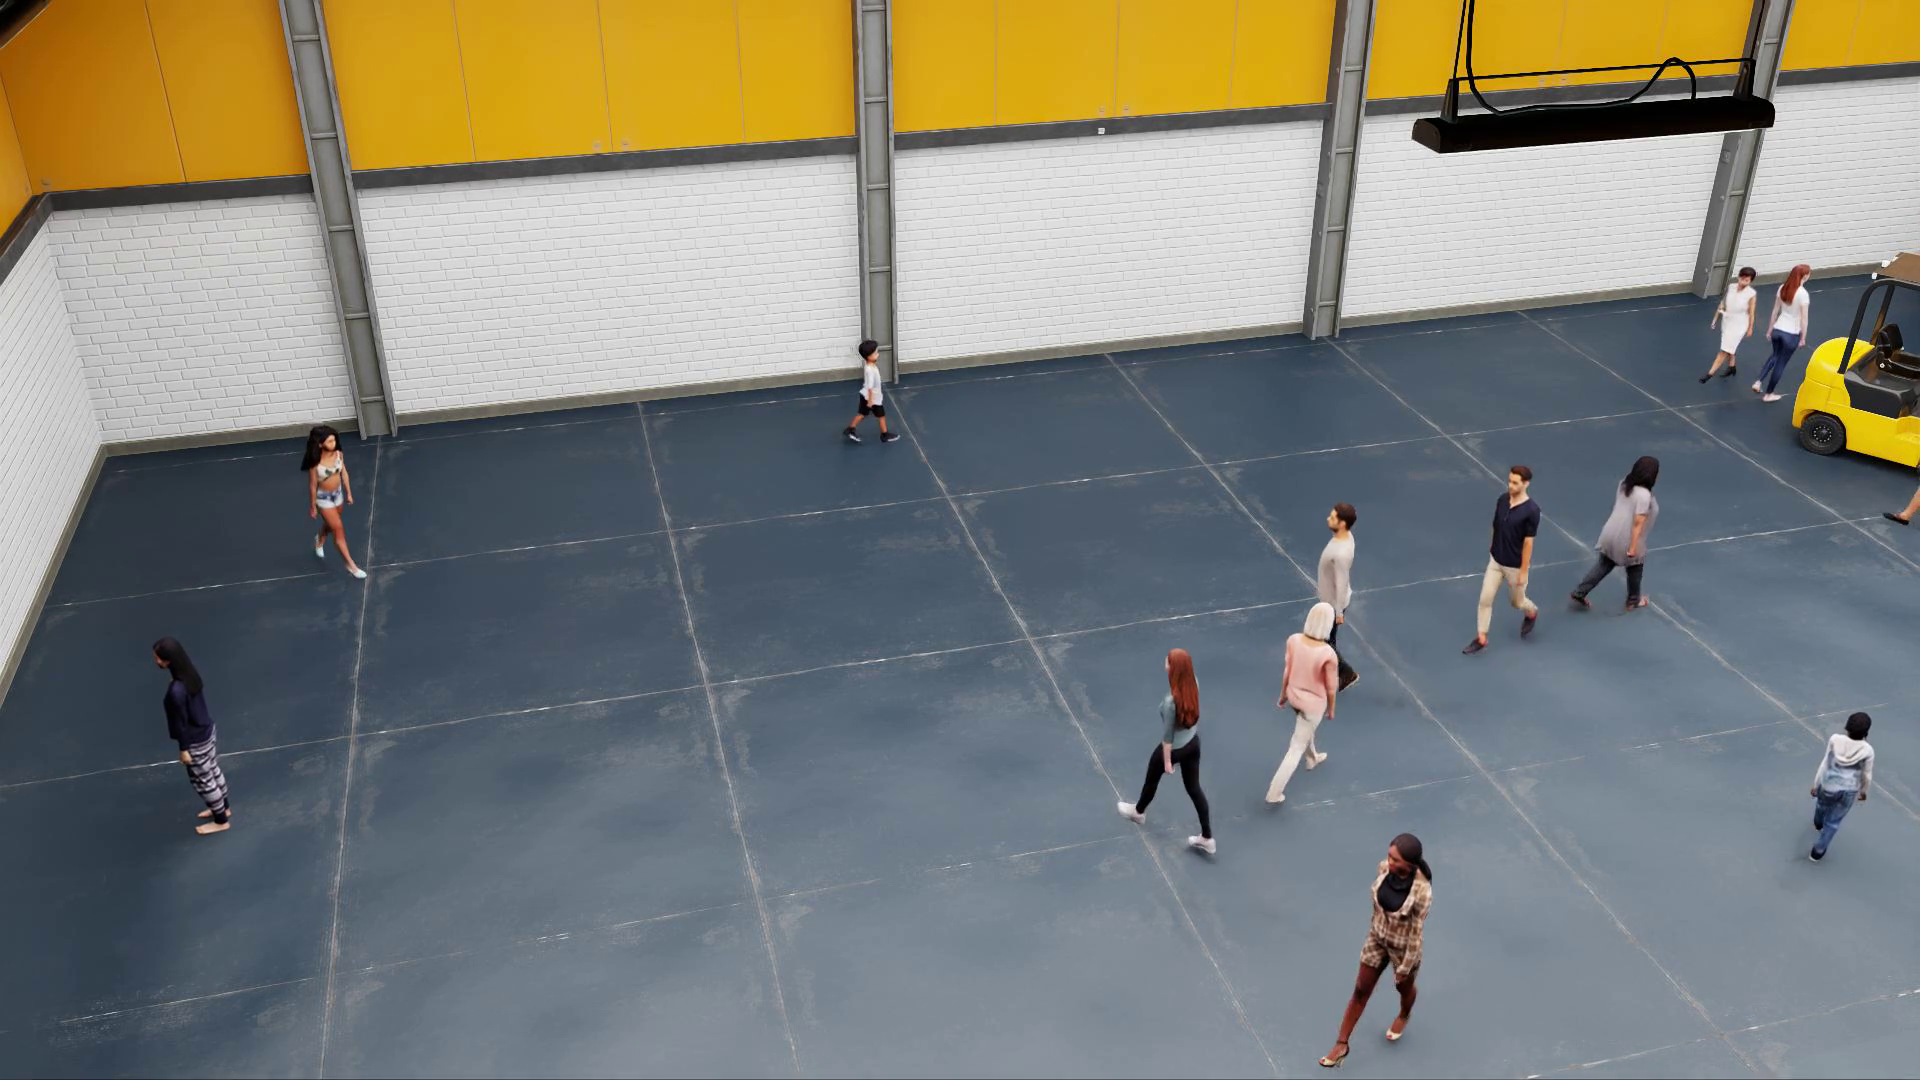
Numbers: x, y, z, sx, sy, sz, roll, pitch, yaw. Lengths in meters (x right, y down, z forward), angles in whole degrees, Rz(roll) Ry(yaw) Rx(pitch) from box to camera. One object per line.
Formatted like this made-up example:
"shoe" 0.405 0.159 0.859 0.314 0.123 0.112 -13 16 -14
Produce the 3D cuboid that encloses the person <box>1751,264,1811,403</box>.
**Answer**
"person" 9.763 -2.432 19.794 0.660 1.728 0.608 -12 31 -21

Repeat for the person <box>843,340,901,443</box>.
"person" -1.072 -1.671 18.902 0.881 1.246 0.535 -5 29 -9

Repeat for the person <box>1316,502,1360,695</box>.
"person" 3.272 0.528 14.234 0.898 1.855 0.830 6 29 10

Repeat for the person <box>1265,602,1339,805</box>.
"person" 2.661 1.311 12.986 0.985 1.676 1.229 26 38 38

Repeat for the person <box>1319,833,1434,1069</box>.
"person" 2.827 2.579 10.586 1.149 1.747 0.862 -20 35 -32

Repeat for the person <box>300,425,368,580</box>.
"person" -6.204 -0.391 16.206 1.109 1.581 1.031 16 32 27

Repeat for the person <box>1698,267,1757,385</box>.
"person" 9.533 -2.624 20.380 1.046 1.503 0.734 -13 31 -23

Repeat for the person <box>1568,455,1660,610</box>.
"person" 6.140 -0.035 15.554 0.999 1.578 0.641 -7 29 -12

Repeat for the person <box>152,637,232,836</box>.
"person" -5.808 1.462 12.649 0.560 1.733 0.619 -4 29 -8

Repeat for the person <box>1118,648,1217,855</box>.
"person" 1.698 1.594 12.439 1.131 1.702 0.989 -25 37 -37

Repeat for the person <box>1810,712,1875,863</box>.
"person" 6.550 1.865 12.431 0.786 1.234 0.895 20 35 32

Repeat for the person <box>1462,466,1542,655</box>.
"person" 4.989 0.174 14.905 1.176 1.833 0.917 -20 34 -32
